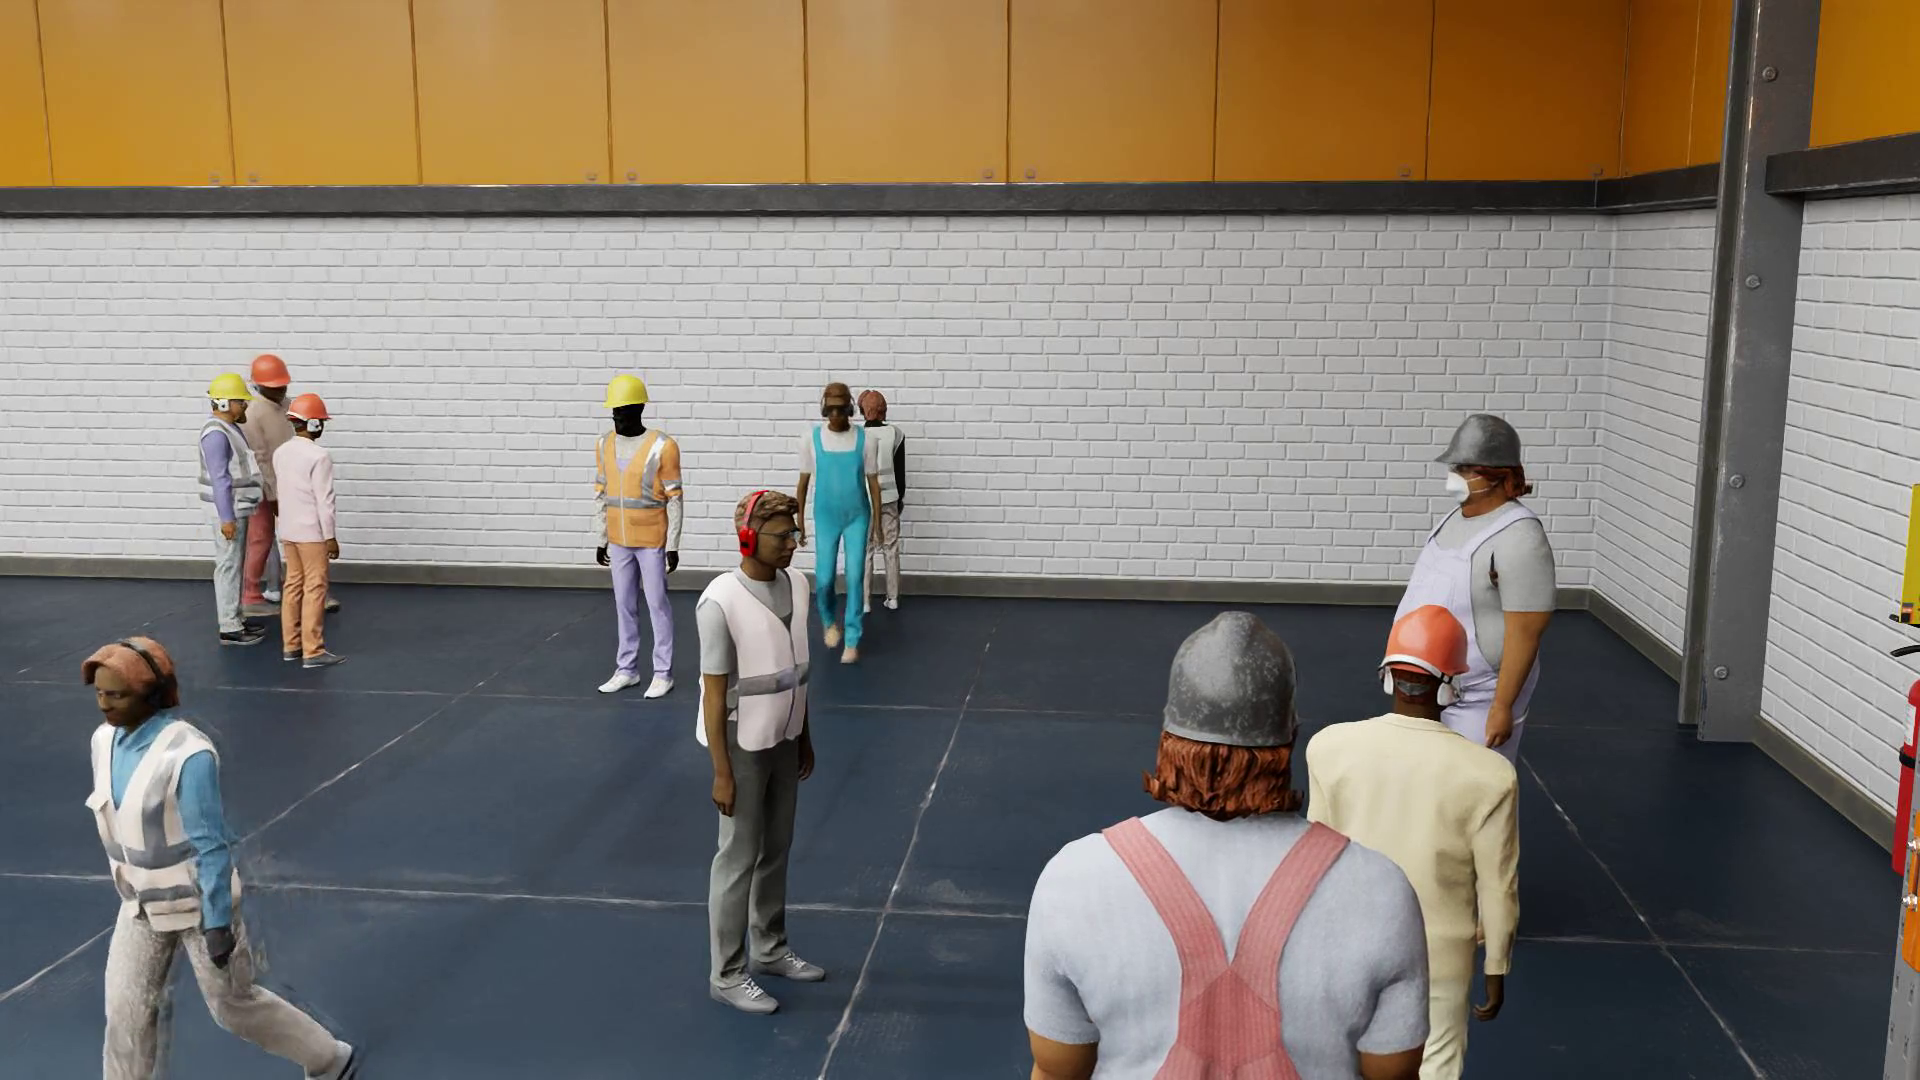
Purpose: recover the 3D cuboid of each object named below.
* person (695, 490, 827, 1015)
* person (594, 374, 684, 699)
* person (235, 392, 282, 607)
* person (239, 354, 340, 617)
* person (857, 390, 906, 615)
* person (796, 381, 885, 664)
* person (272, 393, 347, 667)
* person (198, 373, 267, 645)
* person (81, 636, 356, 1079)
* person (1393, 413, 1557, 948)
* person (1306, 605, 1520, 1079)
[{"bbox_3d":[-0.721,0.729,5.834,0.387,1.837,0.563,5,11,26],"label":"person"},{"bbox_3d":[-1.916,-0.018,9.836,0.591,1.925,0.385,5,11,25],"label":"person"},{"bbox_3d":[-5.305,-0.316,12.386,0.279,1.634,0.497,5,11,27],"label":"person"},{"bbox_3d":[-4.828,-0.364,11.834,0.871,1.923,0.663,3,10,18],"label":"person"},{"bbox_3d":[-0.626,-0.274,12.127,0.523,1.640,0.306,-6,11,-30],"label":"person"},{"bbox_3d":[-0.770,-0.118,10.704,0.563,1.825,0.455,-1,10,-4],"label":"person"},{"bbox_3d":[-4.174,-0.071,10.694,0.580,1.739,0.387,8,13,40],"label":"person"},{"bbox_3d":[-4.909,-0.213,11.238,0.404,1.827,0.600,-3,10,-17],"label":"person"},{"bbox_3d":[-2.207,1.027,4.806,0.557,1.598,0.809,6,11,29],"label":"person"},{"bbox_3d":[1.923,0.529,6.382,0.538,2.000,0.684,-2,10,-10],"label":"person"},{"bbox_3d":[1.177,1.031,4.358,0.561,1.745,0.346,6,11,30],"label":"person"}]
